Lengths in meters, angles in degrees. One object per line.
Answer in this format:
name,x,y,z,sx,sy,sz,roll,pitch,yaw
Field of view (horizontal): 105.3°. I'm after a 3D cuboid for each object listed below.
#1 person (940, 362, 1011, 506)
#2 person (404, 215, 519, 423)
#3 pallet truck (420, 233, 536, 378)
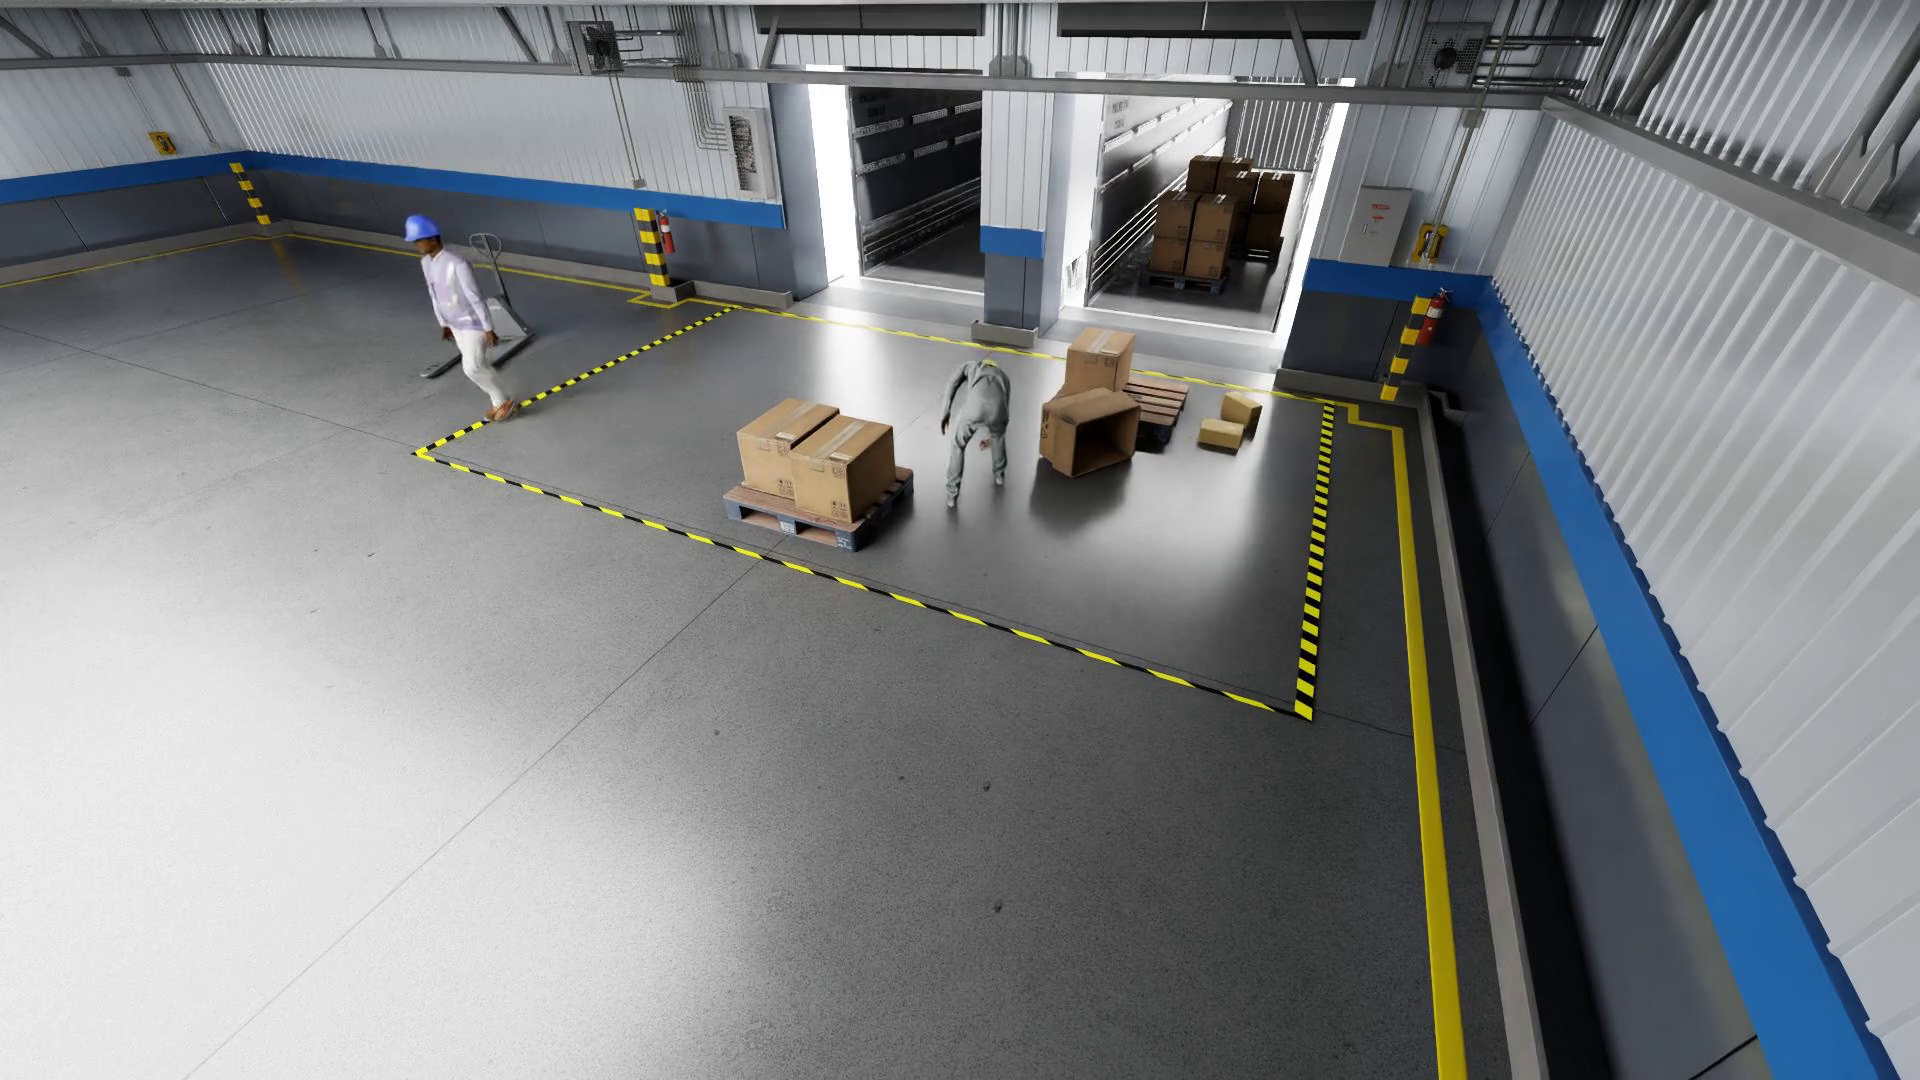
person,0.108,-0.964,6.105,0.652,1.098,0.826,-8,36,-12
person,-4.618,-1.998,6.827,0.634,1.927,0.461,18,39,23
pallet truck,-5.664,-2.712,8.427,0.680,1.201,1.601,0,35,-1
